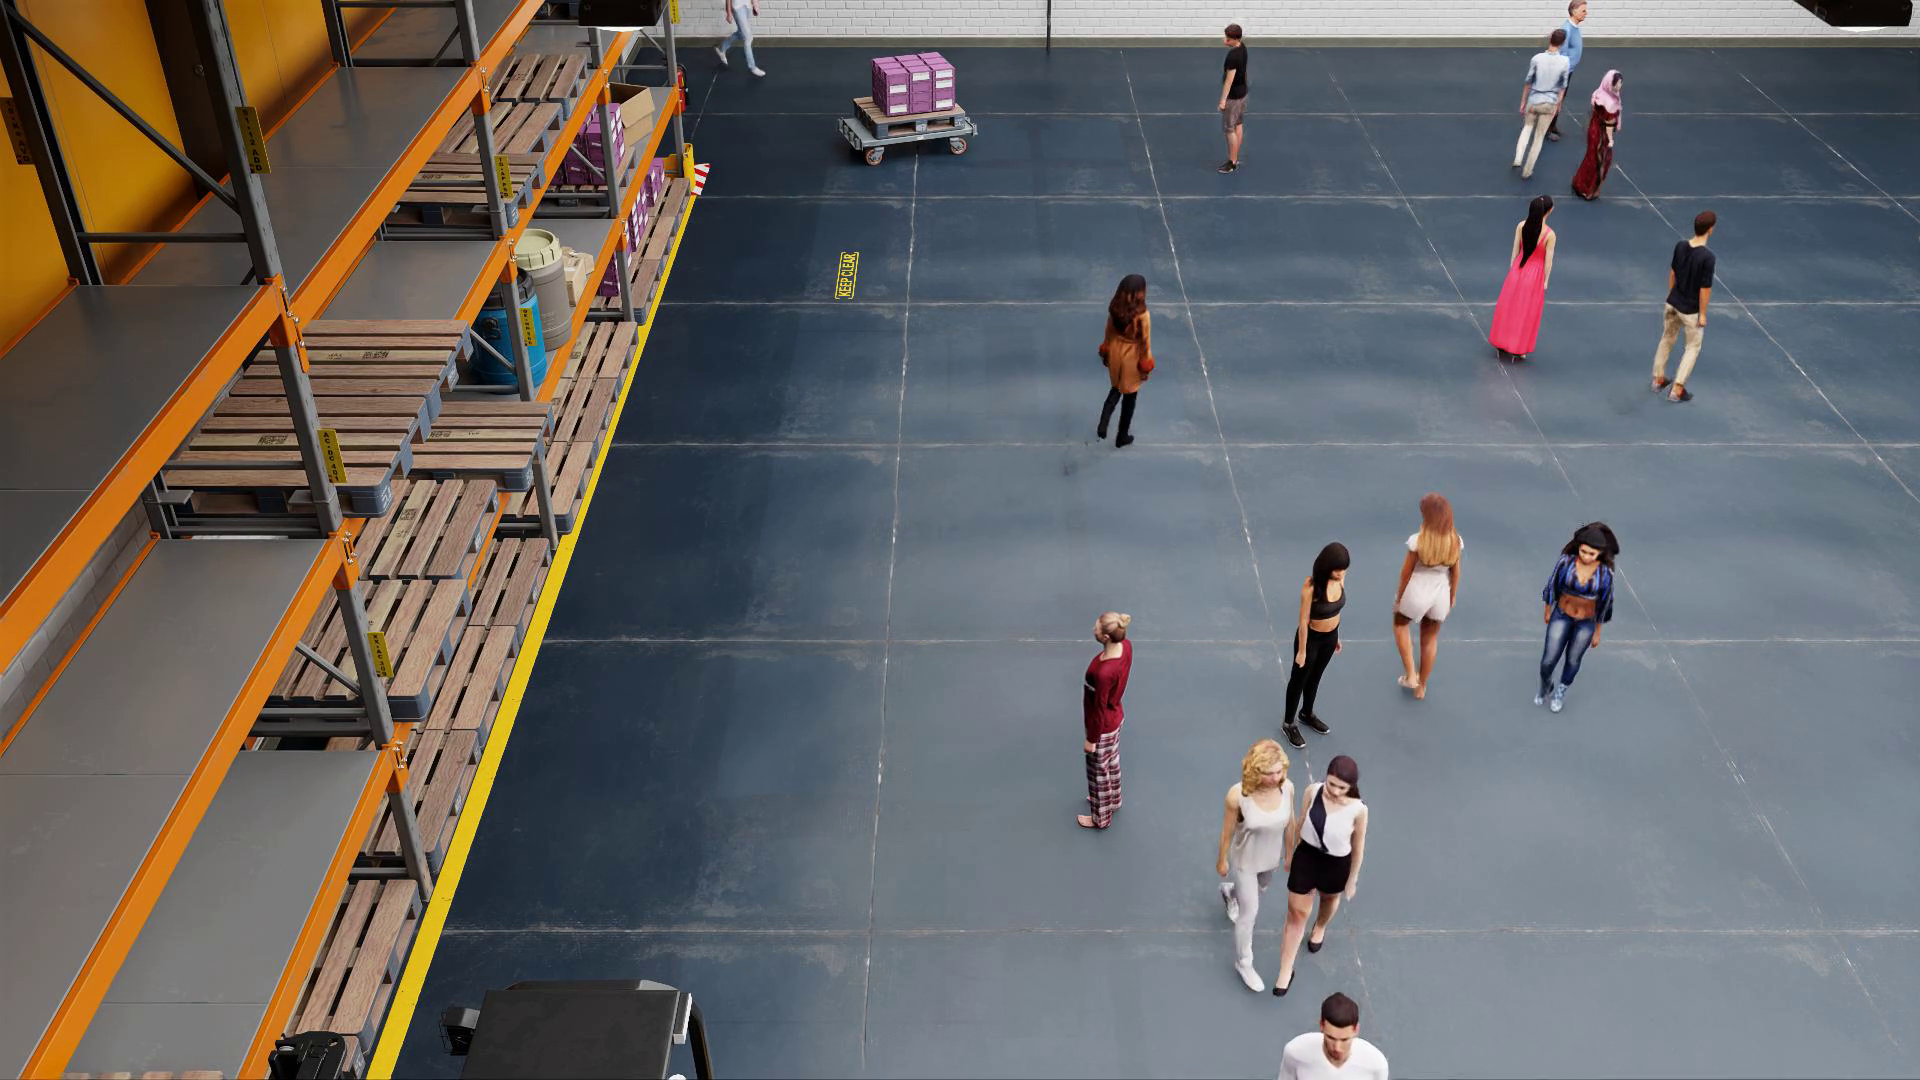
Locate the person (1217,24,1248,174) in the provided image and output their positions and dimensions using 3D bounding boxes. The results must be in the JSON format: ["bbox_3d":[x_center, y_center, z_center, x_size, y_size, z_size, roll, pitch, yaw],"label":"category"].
[{"bbox_3d":[3.453,-5.568,20.764,0.970,1.833,0.675,22,40,30],"label":"person"}]

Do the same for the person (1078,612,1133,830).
[{"bbox_3d":[0.932,1.155,10.771,0.745,1.699,0.574,12,36,18],"label":"person"}]

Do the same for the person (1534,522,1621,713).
[{"bbox_3d":[4.379,0.527,11.796,0.718,1.609,0.715,14,36,20],"label":"person"}]

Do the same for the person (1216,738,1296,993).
[{"bbox_3d":[1.725,1.796,9.856,0.818,1.644,1.075,-11,35,-16],"label":"person"}]

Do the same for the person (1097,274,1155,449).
[{"bbox_3d":[1.427,-1.553,14.832,0.937,1.713,0.999,25,41,33],"label":"person"}]

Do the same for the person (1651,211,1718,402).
[{"bbox_3d":[6.788,-2.190,15.667,0.851,1.850,0.705,-15,36,-21],"label":"person"}]

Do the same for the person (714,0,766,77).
[{"bbox_3d":[-3.221,-7.599,23.834,1.056,1.817,1.189,16,37,22],"label":"person"}]

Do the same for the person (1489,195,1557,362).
[{"bbox_3d":[5.571,-2.573,16.357,0.710,1.725,0.765,28,43,35],"label":"person"}]

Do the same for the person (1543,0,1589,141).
[{"bbox_3d":[7.841,-6.139,21.642,0.782,1.813,0.664,17,37,24],"label":"person"}]

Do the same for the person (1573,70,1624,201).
[{"bbox_3d":[7.671,-4.855,19.907,0.830,1.594,0.603,-1,34,-1],"label":"person"}]

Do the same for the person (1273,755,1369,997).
[{"bbox_3d":[2.169,1.862,9.777,0.827,1.622,1.039,15,36,21],"label":"person"}]

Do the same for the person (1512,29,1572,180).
[{"bbox_3d":[7.123,-5.297,20.364,0.769,1.825,0.800,15,36,21],"label":"person"}]

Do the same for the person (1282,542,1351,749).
[{"bbox_3d":[2.464,0.685,11.533,0.645,1.637,0.675,-22,39,-29],"label":"person"}]

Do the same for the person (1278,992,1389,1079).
[{"bbox_3d":[1.784,2.844,8.118,0.807,1.823,1.193,5,34,8],"label":"person"}]

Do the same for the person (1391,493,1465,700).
[{"bbox_3d":[3.311,0.461,11.833,0.622,1.678,0.595,0,34,0],"label":"person"}]
